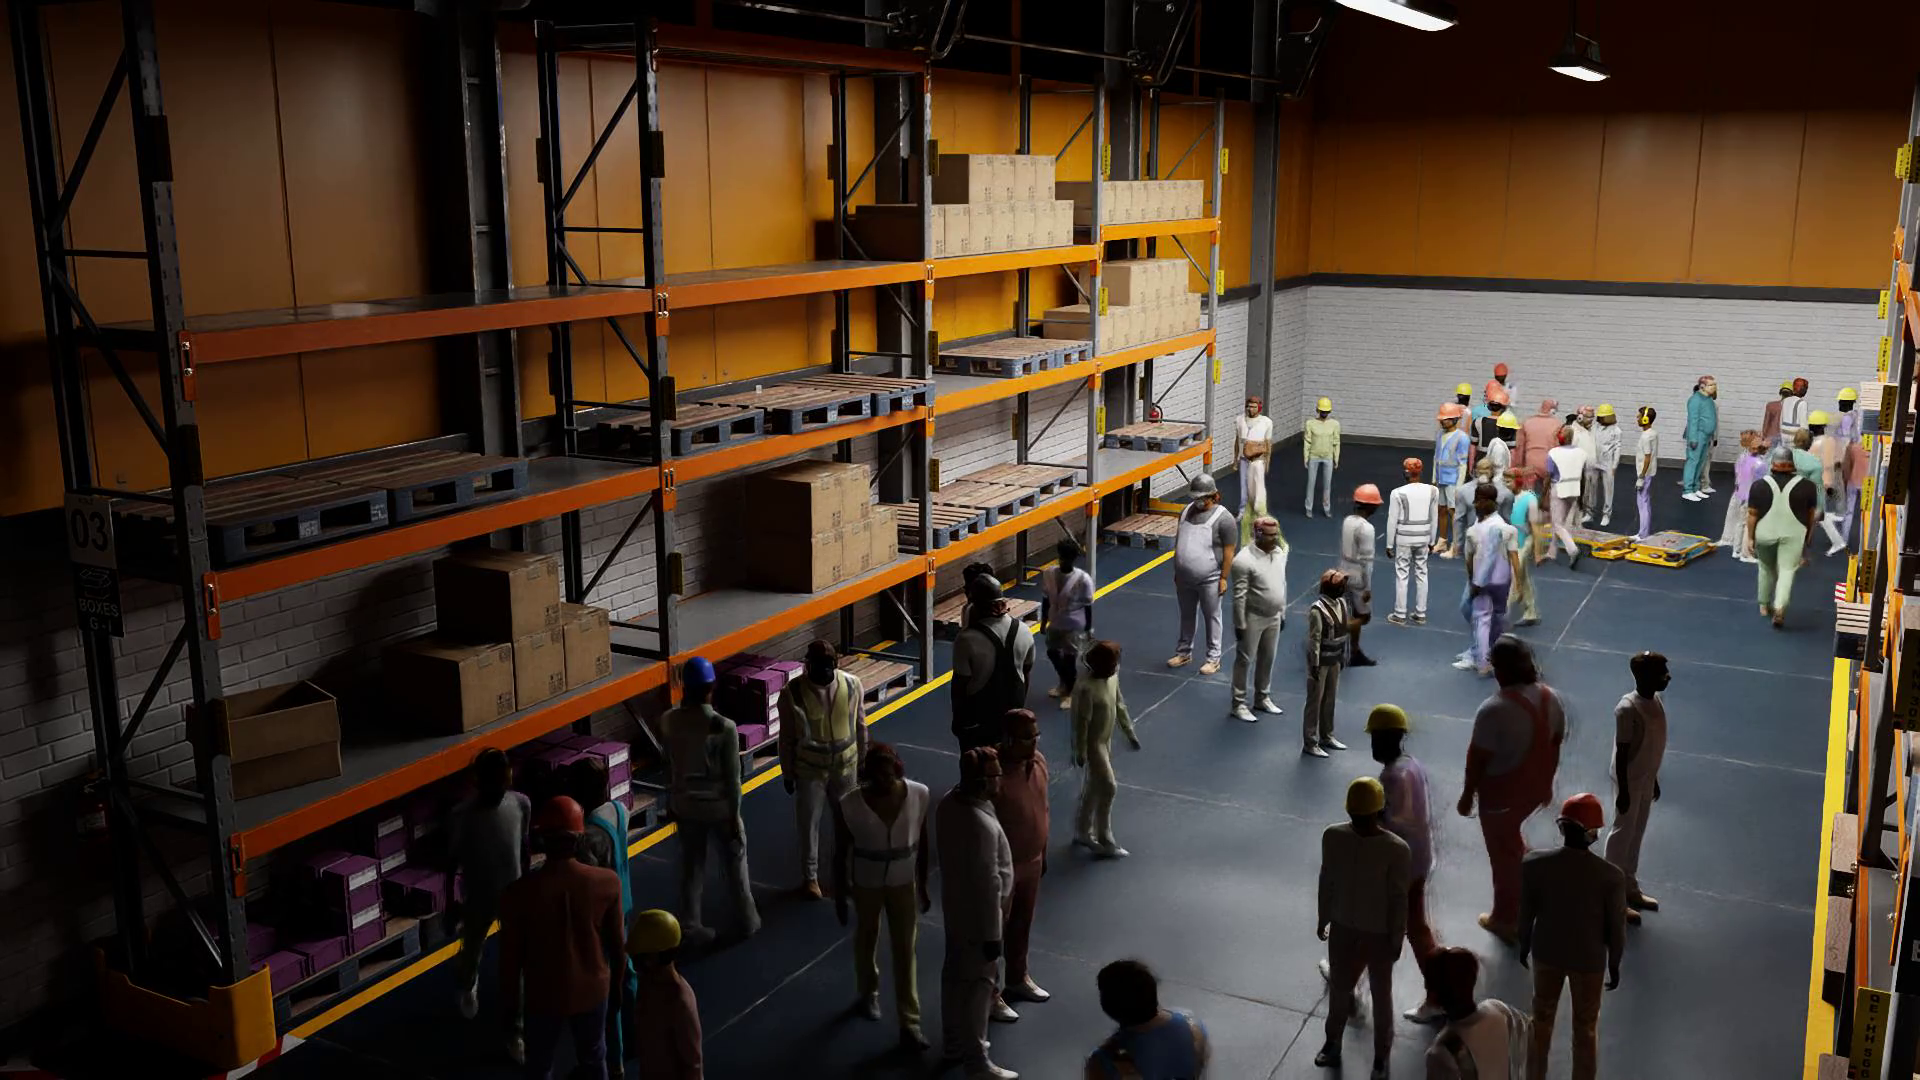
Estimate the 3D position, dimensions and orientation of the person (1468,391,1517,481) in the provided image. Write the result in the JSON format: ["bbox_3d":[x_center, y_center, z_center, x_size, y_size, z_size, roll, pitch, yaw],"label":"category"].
[{"bbox_3d":[7.254,-1.011,22.677,0.612,2.029,0.407,6,14,26],"label":"person"}]

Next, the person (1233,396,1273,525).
[{"bbox_3d":[4.176,-1.147,23.711,0.560,1.836,0.397,9,15,35],"label":"person"}]

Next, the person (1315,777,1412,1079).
[{"bbox_3d":[2.215,2.135,9.199,0.523,1.759,0.351,9,15,34],"label":"person"}]

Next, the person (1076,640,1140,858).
[{"bbox_3d":[1.100,1.523,12.254,0.600,1.612,0.522,6,14,26],"label":"person"}]

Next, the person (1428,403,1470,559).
[{"bbox_3d":[6.315,-0.774,21.593,0.400,2.034,0.609,-5,13,-21],"label":"person"}]

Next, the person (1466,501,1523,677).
[{"bbox_3d":[5.369,0.442,16.728,0.586,1.774,0.946,5,13,20],"label":"person"}]

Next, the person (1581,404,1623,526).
[{"bbox_3d":[9.106,-1.074,23.607,0.311,1.736,0.483,-11,17,-40],"label":"person"}]

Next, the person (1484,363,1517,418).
[{"bbox_3d":[8.895,-1.993,27.383,0.557,1.897,0.961,7,15,30],"label":"person"}]

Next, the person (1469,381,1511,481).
[{"bbox_3d":[7.686,-1.322,24.134,0.615,1.994,0.381,-2,13,-8],"label":"person"}]

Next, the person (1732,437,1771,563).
[{"bbox_3d":[10.161,-0.516,21.347,0.315,1.631,0.526,-1,13,-4],"label":"person"}]

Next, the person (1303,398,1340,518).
[{"bbox_3d":[5.226,-1.184,24.047,0.526,1.762,0.339,0,13,2],"label":"person"}]

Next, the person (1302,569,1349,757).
[{"bbox_3d":[3.160,1.050,14.339,0.313,1.634,0.514,11,17,42],"label":"person"}]

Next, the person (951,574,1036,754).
[{"bbox_3d":[0.203,1.237,12.568,0.681,2.000,0.535,-8,15,-30],"label":"person"}]

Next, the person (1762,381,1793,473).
[{"bbox_3d":[12.787,-1.597,25.910,0.532,1.755,0.342,6,14,25],"label":"person"}]

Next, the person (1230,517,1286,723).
[{"bbox_3d":[2.765,0.713,15.250,0.654,1.900,0.398,-9,16,-36],"label":"person"}]

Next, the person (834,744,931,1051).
[{"bbox_3d":[-0.430,2.030,9.577,0.580,1.788,0.924,-4,13,-17],"label":"person"}]

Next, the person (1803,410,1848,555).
[{"bbox_3d":[11.313,-0.752,21.858,0.605,1.891,0.914,-10,16,-37],"label":"person"}]

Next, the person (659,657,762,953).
[{"bbox_3d":[-1.647,1.696,10.784,0.638,1.913,0.627,6,14,24],"label":"person"}]

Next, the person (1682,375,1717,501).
[{"bbox_3d":[11.320,-1.561,25.400,0.405,1.911,0.636,11,17,42],"label":"person"}]

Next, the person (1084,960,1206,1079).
[{"bbox_3d":[0.749,2.604,6.957,0.659,1.823,0.432,-9,16,-36],"label":"person"}]

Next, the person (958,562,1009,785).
[{"bbox_3d":[0.186,1.124,13.275,0.387,1.957,0.603,-8,15,-33],"label":"person"}]

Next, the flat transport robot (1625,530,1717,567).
[{"bbox_3d":[9.274,0.100,21.656,0.652,0.197,1.431,12,17,42],"label":"flat transport robot"}]

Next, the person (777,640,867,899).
[{"bbox_3d":[-0.941,1.576,11.534,0.630,1.839,0.429,-5,13,-20],"label":"person"}]

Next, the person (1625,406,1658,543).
[{"bbox_3d":[9.188,-0.862,22.360,0.310,1.868,0.533,7,15,30],"label":"person"}]

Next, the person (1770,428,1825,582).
[{"bbox_3d":[10.282,-0.435,20.418,1.061,1.875,0.650,-7,14,-29],"label":"person"}]

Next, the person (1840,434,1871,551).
[{"bbox_3d":[11.876,-0.703,21.880,0.313,1.769,0.525,-9,16,-36],"label":"person"}]

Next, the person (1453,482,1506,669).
[{"bbox_3d":[5.262,0.366,16.761,0.465,1.912,0.616,0,13,2],"label":"person"}]

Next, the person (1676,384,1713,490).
[{"bbox_3d":[11.688,-1.649,26.320,0.387,1.683,0.640,1,13,5],"label":"person"}]

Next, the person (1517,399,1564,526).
[{"bbox_3d":[8.122,-1.040,23.190,0.690,1.850,0.880,11,17,40],"label":"person"}]

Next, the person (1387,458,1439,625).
[{"bbox_3d":[4.989,0.020,18.391,0.582,1.879,0.357,-2,13,-10],"label":"person"}]

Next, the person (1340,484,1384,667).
[{"bbox_3d":[3.918,0.380,16.704,0.653,1.917,0.543,-2,13,-10],"label":"person"}]

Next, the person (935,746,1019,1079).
[{"bbox_3d":[0.099,2.056,9.208,0.399,1.908,0.643,-5,13,-20],"label":"person"}]

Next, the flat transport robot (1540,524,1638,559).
[{"bbox_3d":[8.213,-0.003,22.118,0.652,0.197,1.431,-10,16,-37],"label":"flat transport robot"}]

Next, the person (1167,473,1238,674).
[{"bbox_3d":[2.392,0.324,16.660,0.678,2.000,0.537,11,17,42],"label":"person"}]

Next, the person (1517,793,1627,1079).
[{"bbox_3d":[3.279,2.199,8.929,0.560,1.743,0.337,8,15,32],"label":"person"}]

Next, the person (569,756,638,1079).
[{"bbox_3d":[-1.990,2.082,9.228,0.328,1.844,0.511,4,13,16],"label":"person"}]

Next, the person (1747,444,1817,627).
[{"bbox_3d":[9.096,-0.081,18.472,0.685,2.000,0.926,7,14,29],"label":"person"}]

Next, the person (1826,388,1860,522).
[{"bbox_3d":[12.655,-1.225,23.848,0.374,1.924,0.595,10,16,37],"label":"person"}]

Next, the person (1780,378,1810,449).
[{"bbox_3d":[12.671,-1.521,25.268,0.356,1.886,0.574,-2,13,-8],"label":"person"}]

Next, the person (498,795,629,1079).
[{"bbox_3d":[-1.962,2.233,8.267,0.634,1.977,0.426,-6,14,-25],"label":"person"}]

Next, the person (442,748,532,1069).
[{"bbox_3d":[-2.709,2.027,9.513,0.544,1.836,0.854,-8,15,-31],"label":"person"}]

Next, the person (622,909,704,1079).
[{"bbox_3d":[-1.334,2.499,7.542,0.328,1.769,0.526,-8,15,-32],"label":"person"}]

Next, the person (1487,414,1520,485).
[{"bbox_3d":[6.947,-0.678,21.421,0.397,1.920,0.587,4,13,16],"label":"person"}]

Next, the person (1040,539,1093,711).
[{"bbox_3d":[1.024,0.765,15.524,0.532,1.662,0.498,10,16,38],"label":"person"}]

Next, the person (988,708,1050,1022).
[{"bbox_3d":[0.327,1.910,9.894,0.400,1.899,0.635,11,17,41],"label":"person"}]

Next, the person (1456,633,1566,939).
[{"bbox_3d":[3.596,1.594,10.971,0.699,2.000,0.543,-9,15,-35],"label":"person"}]

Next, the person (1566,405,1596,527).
[{"bbox_3d":[8.344,-0.883,22.397,0.398,1.898,0.654,12,17,42],"label":"person"}]

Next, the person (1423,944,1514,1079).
[{"bbox_3d":[2.160,2.582,6.944,0.614,1.864,0.546,-11,17,-41],"label":"person"}]

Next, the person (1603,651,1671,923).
[{"bbox_3d":[4.568,1.640,11.207,0.507,1.846,0.343,-12,17,-43],"label":"person"}]

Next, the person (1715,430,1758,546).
[{"bbox_3d":[10.515,-0.670,22.088,0.775,1.611,0.519,2,13,7],"label":"person"}]

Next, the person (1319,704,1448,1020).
[{"bbox_3d":[2.597,1.921,9.938,0.844,1.854,0.625,9,15,35],"label":"person"}]

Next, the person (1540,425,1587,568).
[{"bbox_3d":[7.682,-0.539,21.040,0.622,1.810,0.772,-4,13,-18],"label":"person"}]

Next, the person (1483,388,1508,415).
[{"bbox_3d":[7.604,-1.181,23.585,0.561,1.952,0.647,4,13,18],"label":"person"}]

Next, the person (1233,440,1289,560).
[{"bbox_3d":[3.845,-0.491,21.314,0.777,1.594,0.555,-2,13,-8],"label":"person"}]

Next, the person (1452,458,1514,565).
[{"bbox_3d":[5.670,0.059,18.149,0.635,1.903,0.829,7,14,27],"label":"person"}]
